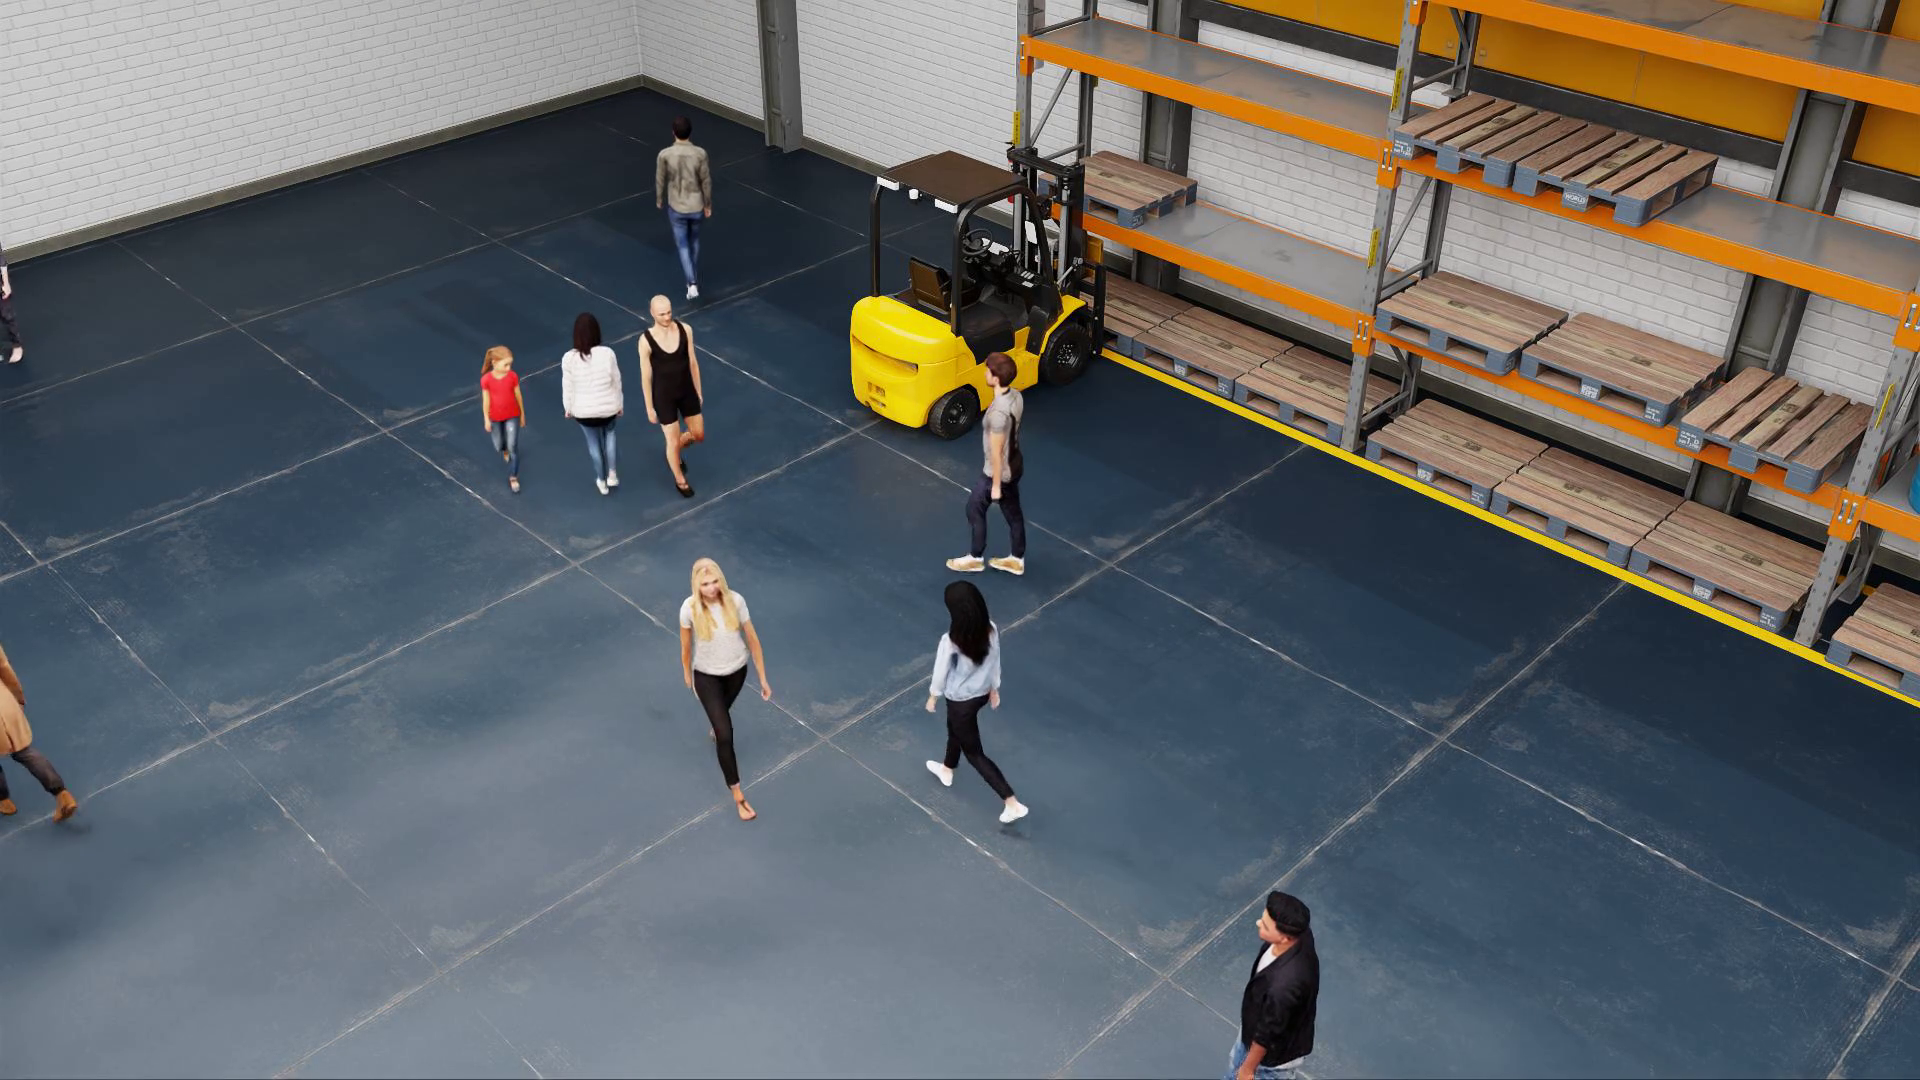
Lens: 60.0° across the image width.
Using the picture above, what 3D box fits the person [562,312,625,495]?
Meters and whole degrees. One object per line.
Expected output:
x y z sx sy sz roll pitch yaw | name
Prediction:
-2.975 -1.073 13.618 0.730 1.631 0.737 -11 35 -16 | person

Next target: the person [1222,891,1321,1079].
1.624 2.441 8.197 1.134 1.781 0.996 9 35 13 | person

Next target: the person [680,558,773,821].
-1.558 0.819 10.651 0.831 1.764 1.260 -18 37 -25 | person

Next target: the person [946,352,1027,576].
0.395 -0.524 12.572 0.969 1.876 0.883 11 35 17 | person

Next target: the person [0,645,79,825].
-5.972 1.096 10.298 1.131 1.694 0.875 15 36 21 | person

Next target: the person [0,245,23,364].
-9.113 -2.446 15.596 0.795 1.729 0.856 2 34 2 | person

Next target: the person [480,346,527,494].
-3.816 -1.052 13.898 0.676 1.286 0.806 -8 35 -12 | person

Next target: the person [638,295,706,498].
-2.396 -1.216 13.680 0.711 1.802 0.753 -23 40 -30 | person

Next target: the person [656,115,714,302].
-2.767 -3.319 16.805 1.045 1.844 1.286 -11 35 -16 | person

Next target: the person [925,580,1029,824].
0.104 1.045 10.393 1.108 1.674 0.591 29 43 36 | person
